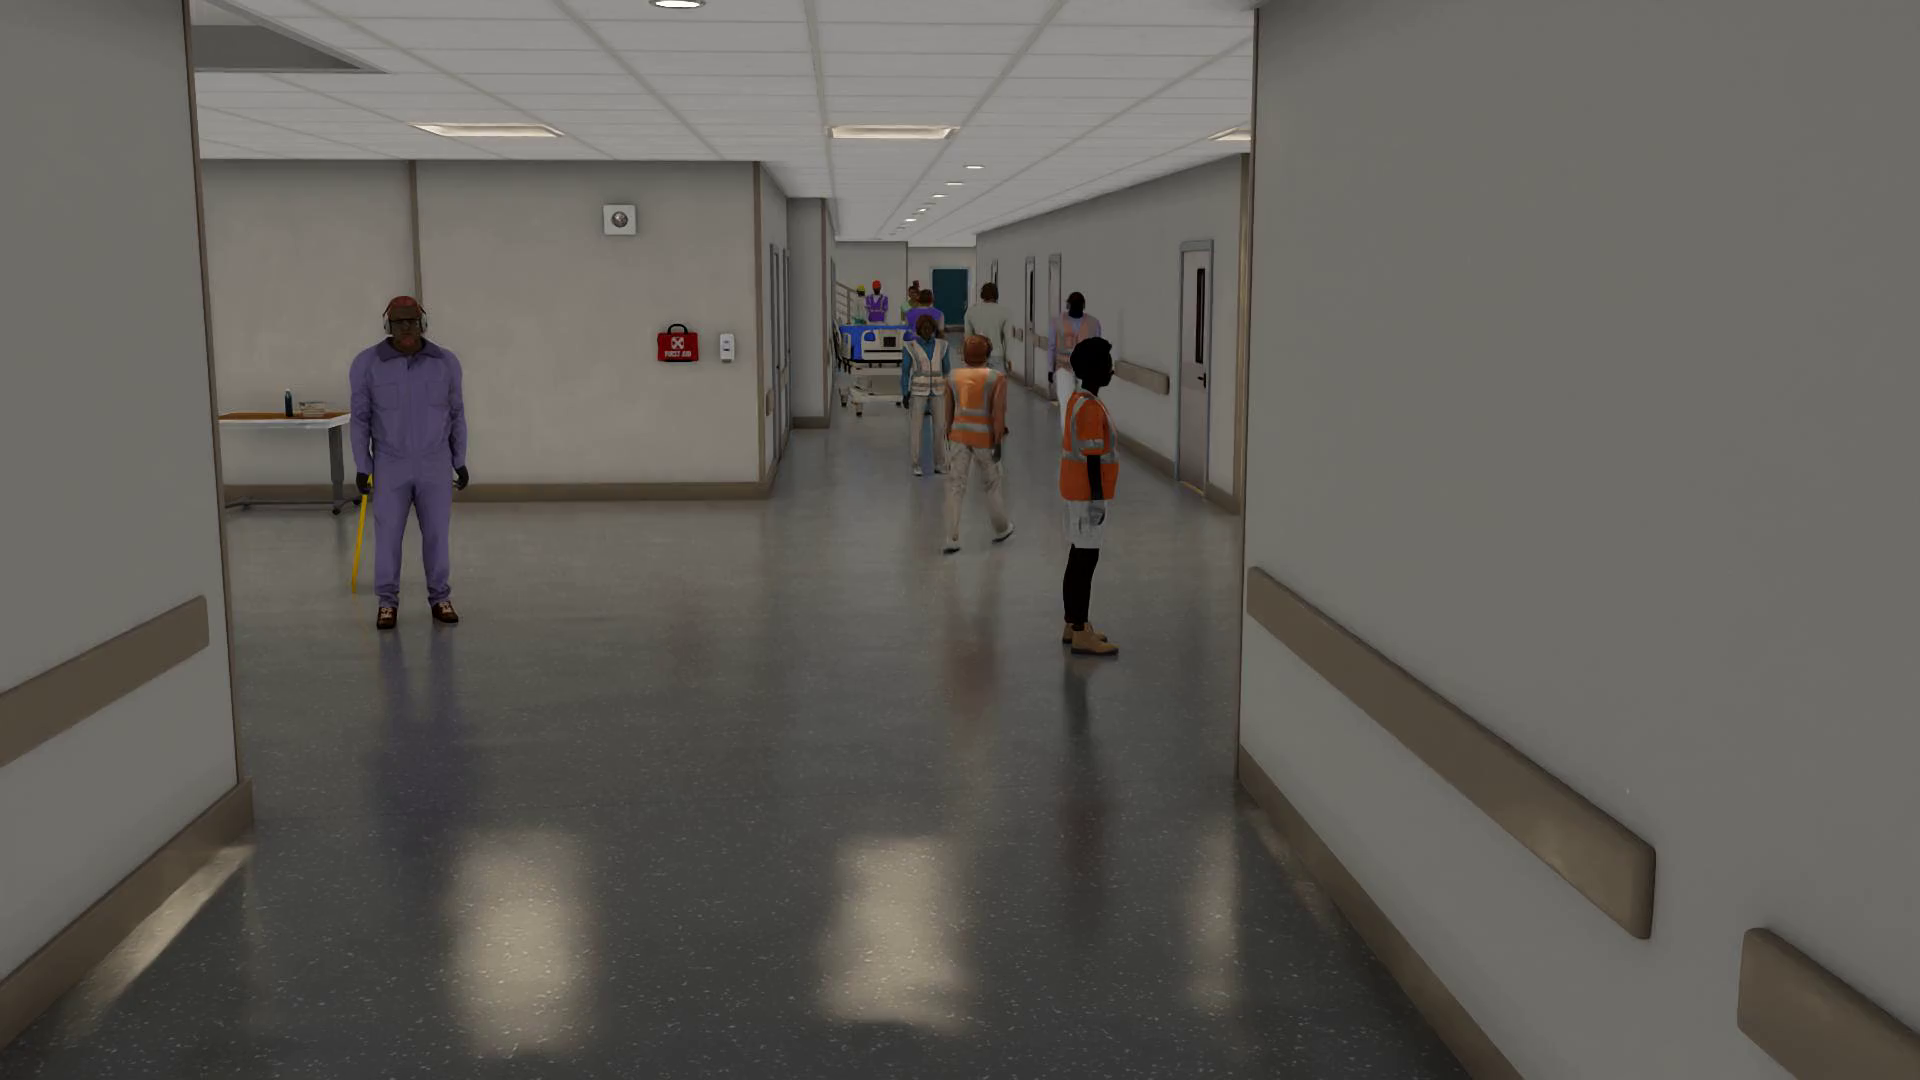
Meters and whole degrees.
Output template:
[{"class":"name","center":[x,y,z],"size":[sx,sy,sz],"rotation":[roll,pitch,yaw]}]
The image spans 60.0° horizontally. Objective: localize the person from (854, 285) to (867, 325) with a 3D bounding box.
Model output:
[{"class":"person","center":[-2.629,-5.951,44.618],"size":[0.422,1.747,0.558],"rotation":[-3,9,-17]}]

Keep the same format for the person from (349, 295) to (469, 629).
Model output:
[{"class":"person","center":[-3.156,-0.446,9.583],"size":[0.650,1.906,0.401],"rotation":[-5,10,-27]}]

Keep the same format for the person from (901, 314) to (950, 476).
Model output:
[{"class":"person","center":[-0.339,-1.462,16.835],"size":[0.532,1.631,0.328],"rotation":[-3,10,-19]}]

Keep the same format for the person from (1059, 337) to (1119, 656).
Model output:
[{"class":"person","center":[0.695,-0.237,8.922],"size":[0.315,1.696,0.541],"rotation":[-1,9,-4]}]

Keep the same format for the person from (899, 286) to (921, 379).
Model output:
[{"class":"person","center":[-0.895,-4.002,32.189],"size":[0.594,1.813,0.752],"rotation":[2,9,11]}]

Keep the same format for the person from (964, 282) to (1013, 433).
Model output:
[{"class":"person","center":[0.365,-2.309,21.177],"size":[0.629,1.939,0.372],"rotation":[2,9,11]}]

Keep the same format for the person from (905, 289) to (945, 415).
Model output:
[{"class":"person","center":[-0.512,-2.712,24.042],"size":[0.593,1.825,0.443],"rotation":[2,9,12]}]

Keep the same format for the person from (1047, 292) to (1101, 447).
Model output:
[{"class":"person","center":[1.372,-1.988,19.520],"size":[0.654,1.819,0.756],"rotation":[-1,9,-6]}]

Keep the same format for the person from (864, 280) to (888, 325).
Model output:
[{"class":"person","center":[-1.992,-5.284,39.940],"size":[0.557,1.910,0.755],"rotation":[3,10,19]}]

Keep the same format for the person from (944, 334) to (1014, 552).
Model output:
[{"class":"person","center":[0.116,-0.724,12.331],"size":[0.521,1.584,0.886],"rotation":[4,10,22]}]
